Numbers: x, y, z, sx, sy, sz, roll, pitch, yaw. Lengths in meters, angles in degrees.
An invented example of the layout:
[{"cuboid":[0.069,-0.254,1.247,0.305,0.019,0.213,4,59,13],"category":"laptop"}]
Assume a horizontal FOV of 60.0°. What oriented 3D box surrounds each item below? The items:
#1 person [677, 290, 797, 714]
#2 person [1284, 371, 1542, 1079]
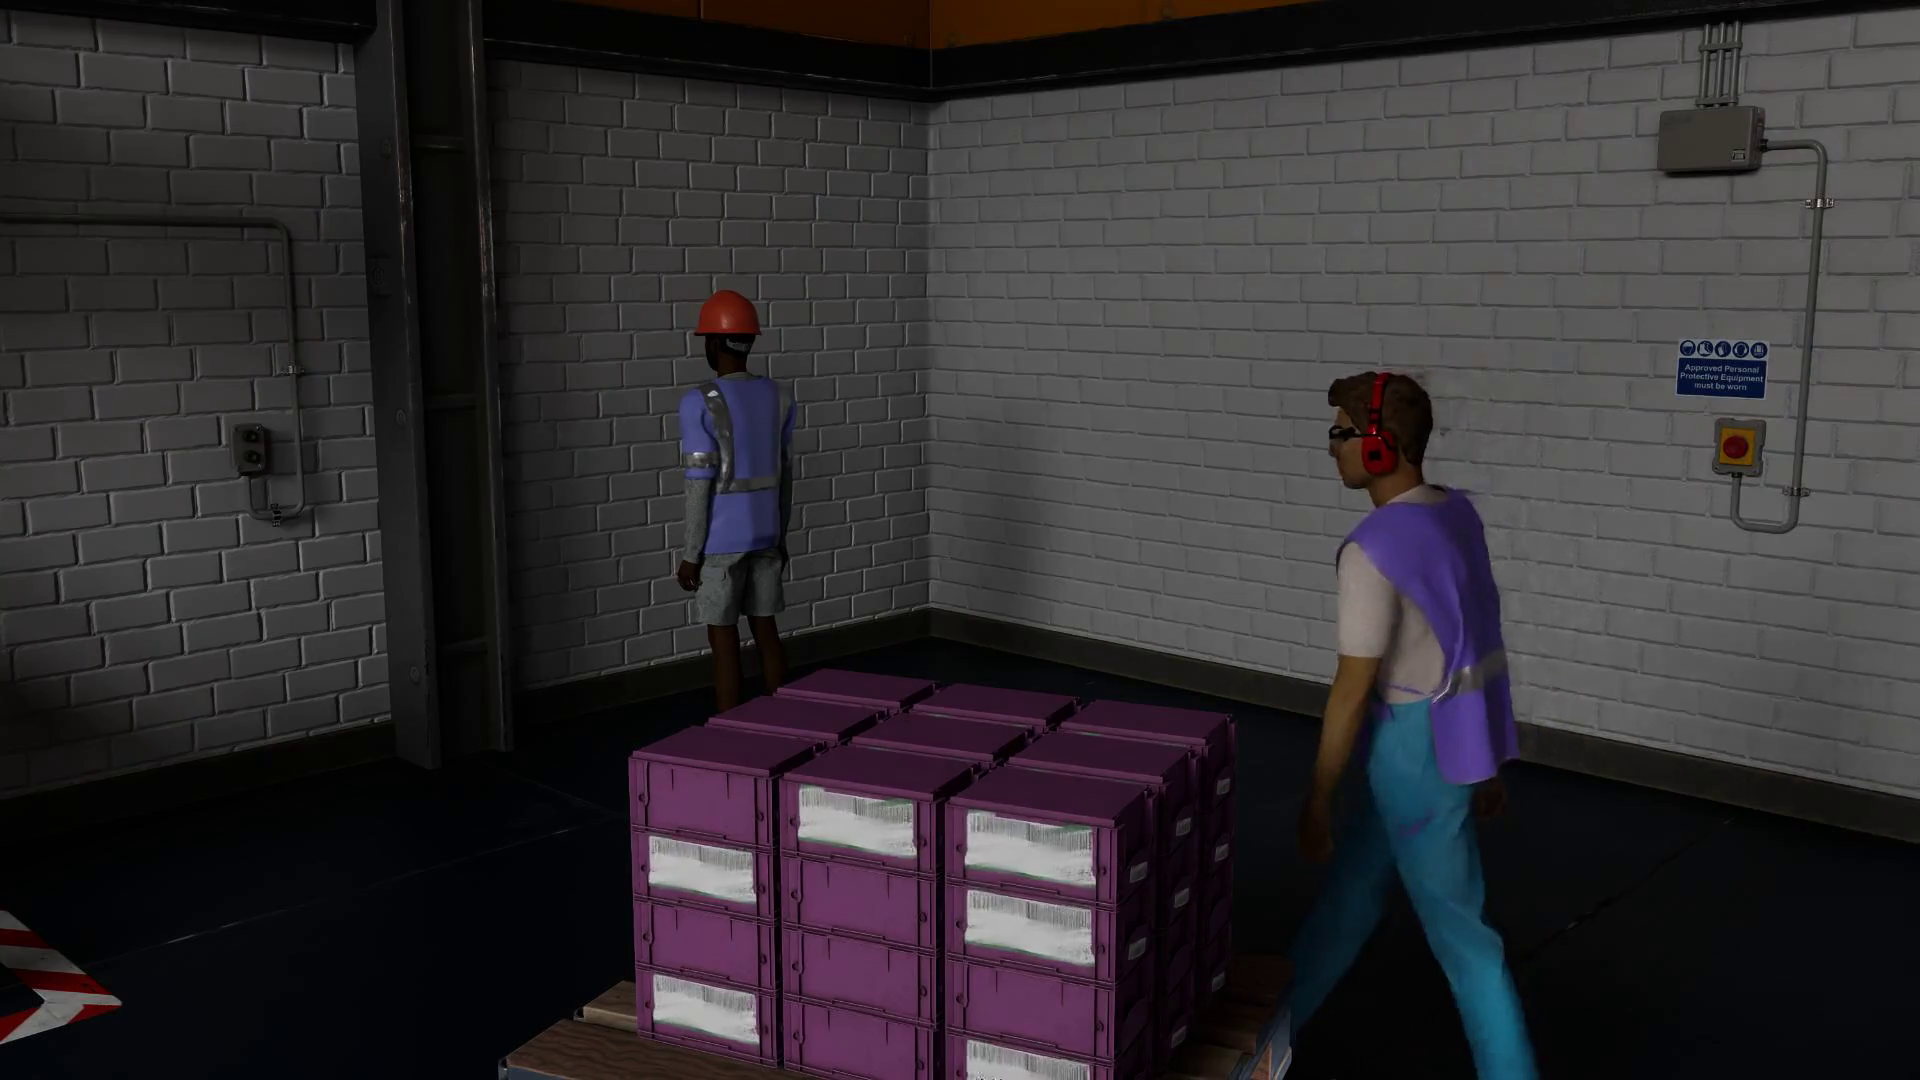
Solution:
[{"cuboid":[-0.900,-0.012,6.604,0.358,1.938,0.548,8,12,40],"category":"person"},{"cuboid":[0.961,0.513,3.838,0.996,1.784,0.582,6,11,33],"category":"person"}]
